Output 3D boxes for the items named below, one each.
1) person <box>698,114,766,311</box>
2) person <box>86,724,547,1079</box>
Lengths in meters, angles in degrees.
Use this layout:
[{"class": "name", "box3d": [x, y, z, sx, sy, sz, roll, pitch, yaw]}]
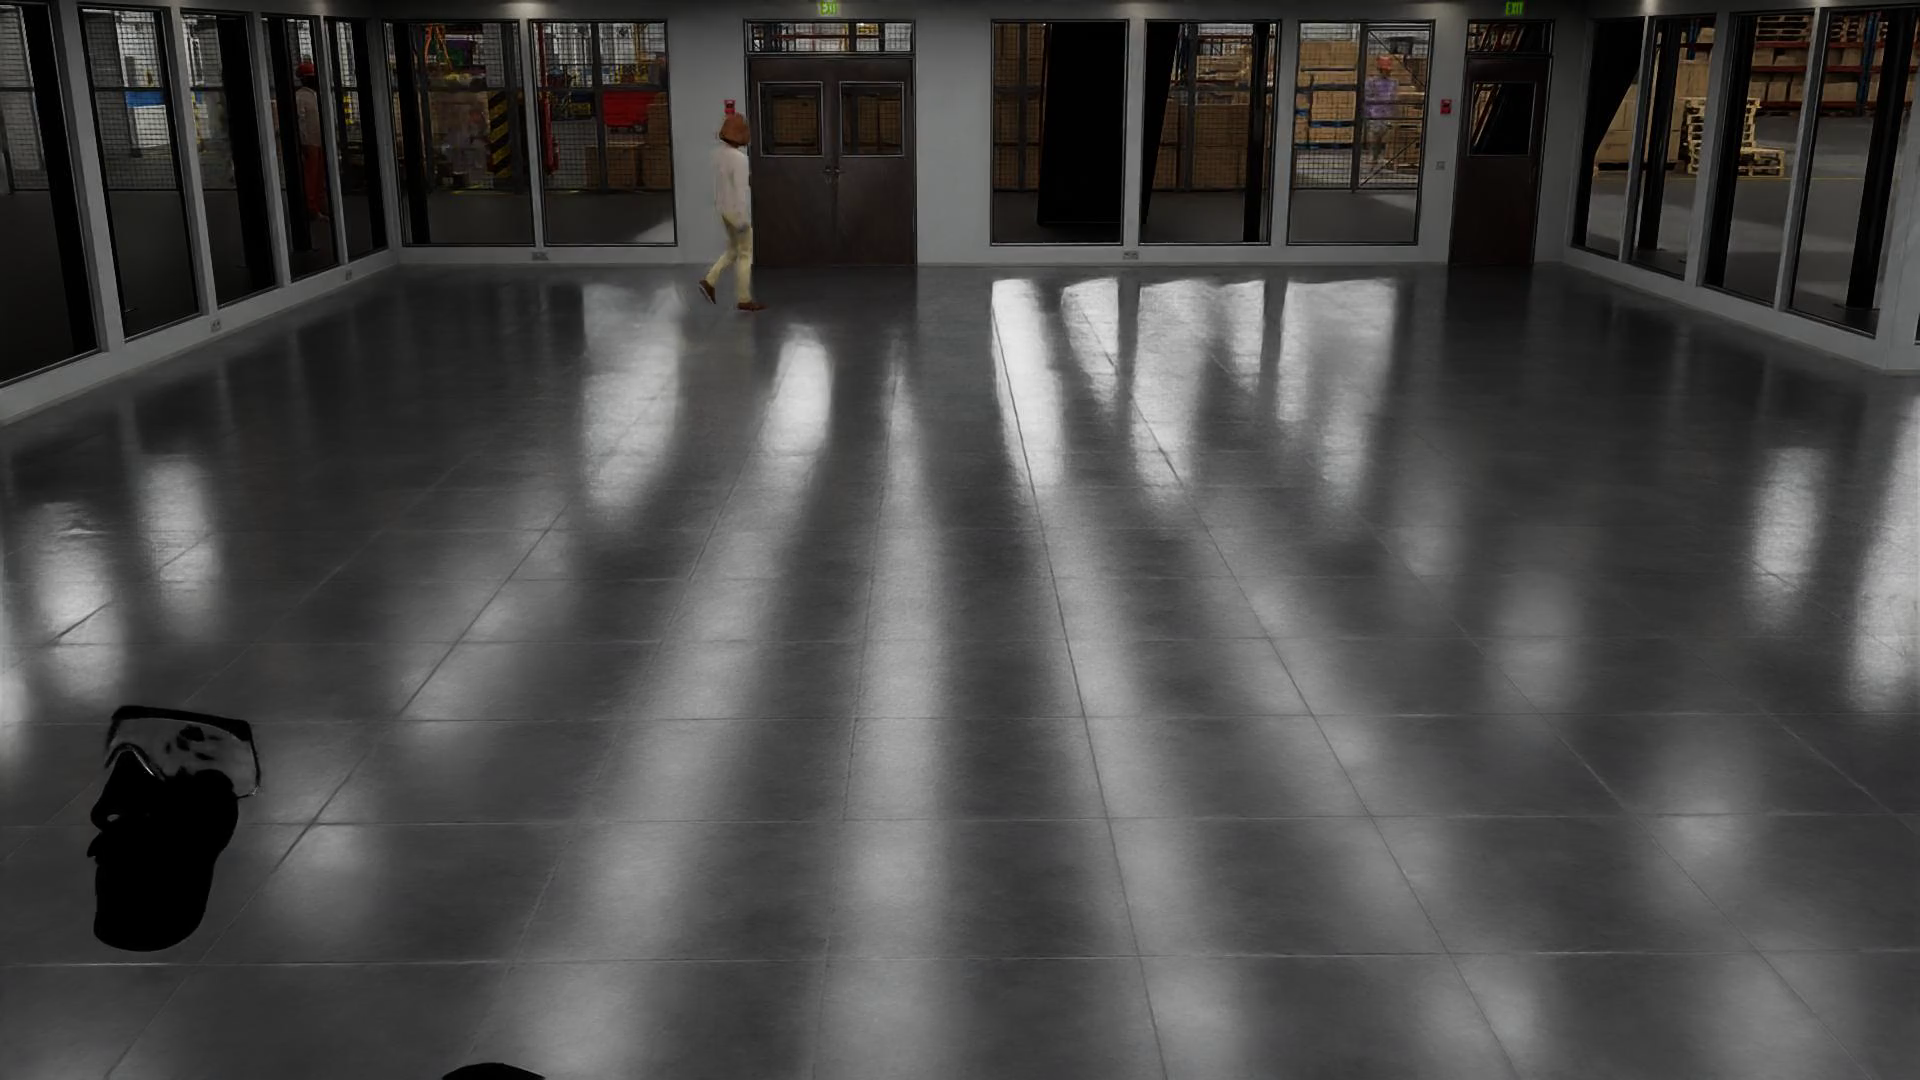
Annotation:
[{"class": "person", "box3d": [-1.894, -2.692, 13.760, 0.456, 1.618, 0.516, -10, 19, -30]}, {"class": "person", "box3d": [-0.462, 0.907, 1.093, 0.535, 1.868, 0.309, -8, 18, -26]}]
